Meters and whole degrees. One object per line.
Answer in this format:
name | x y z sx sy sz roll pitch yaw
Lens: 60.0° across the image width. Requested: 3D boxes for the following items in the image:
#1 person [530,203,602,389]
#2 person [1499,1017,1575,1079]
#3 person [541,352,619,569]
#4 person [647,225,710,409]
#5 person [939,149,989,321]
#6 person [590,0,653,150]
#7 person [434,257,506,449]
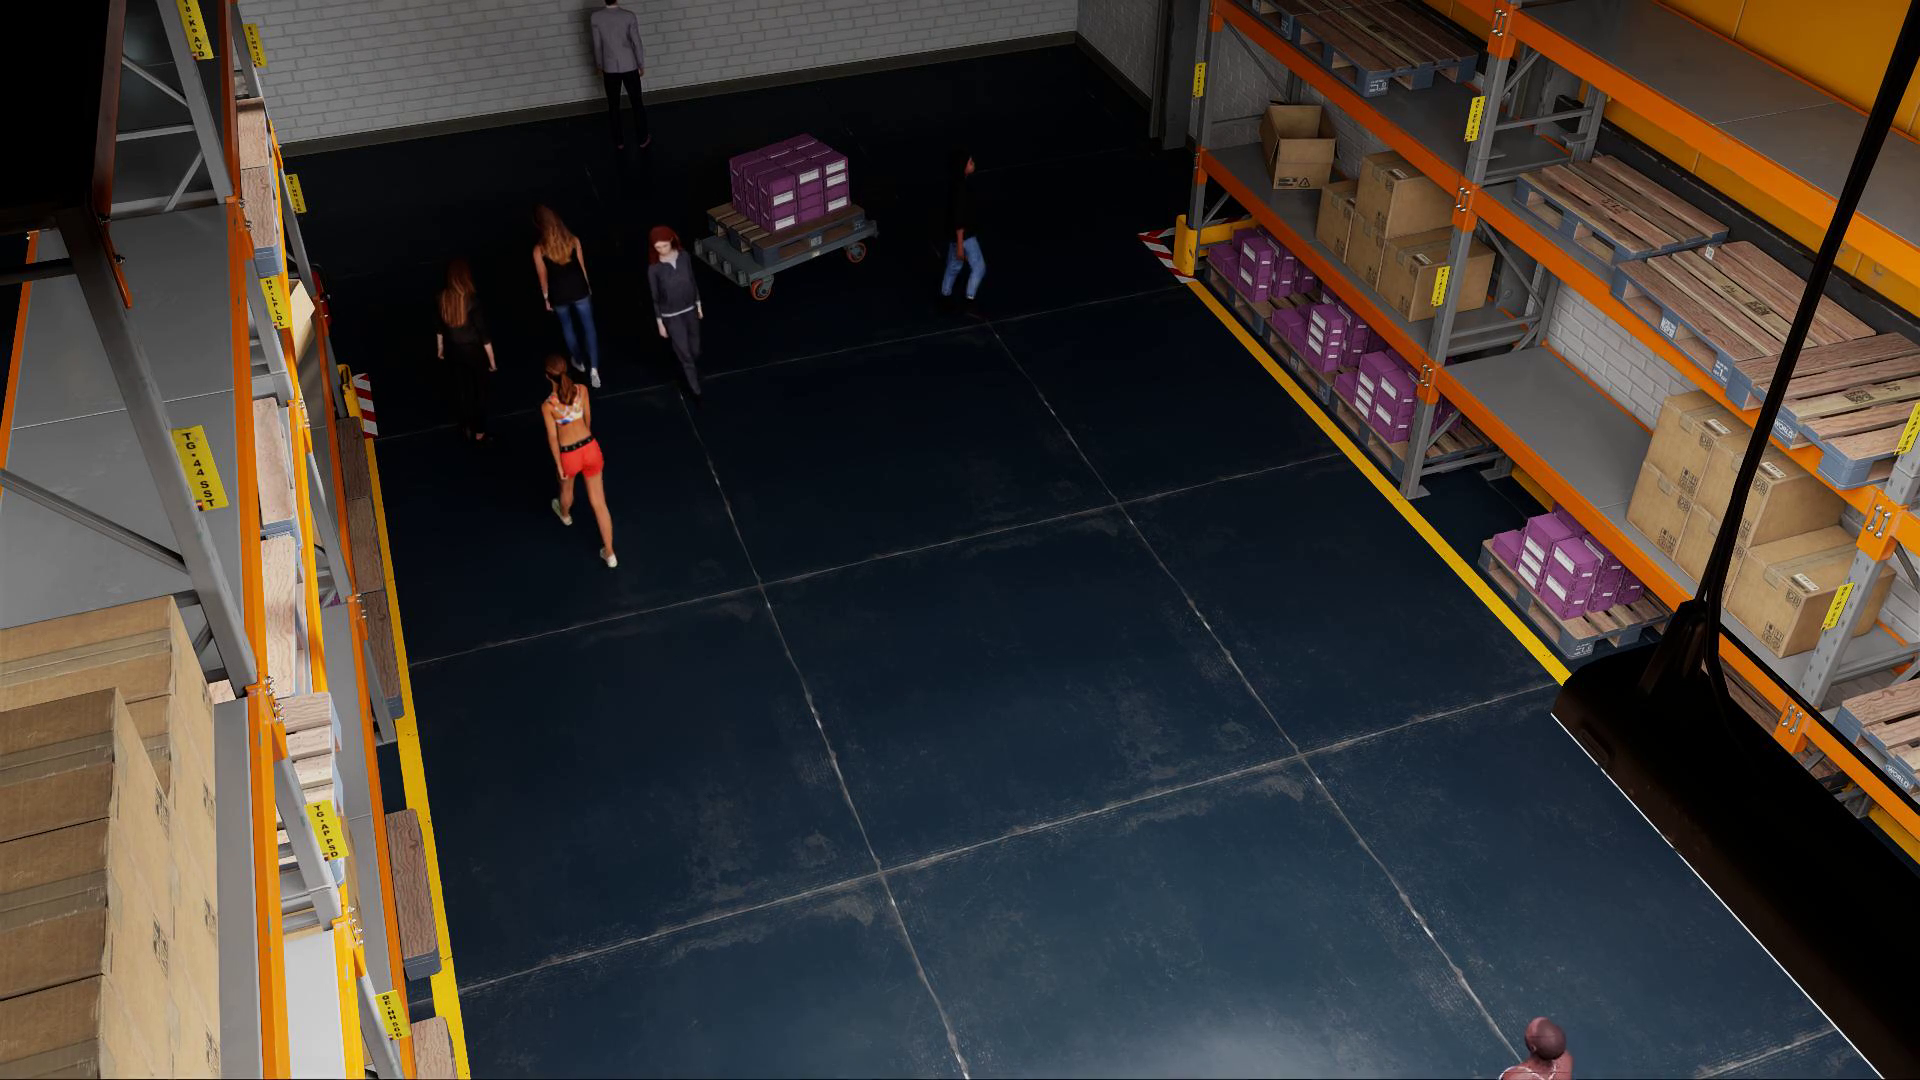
person | -3.367 -2.076 14.411 0.606 1.683 0.957 -11 40 -13
person | 2.753 2.989 8.036 0.595 1.724 1.153 -14 41 -16
person | -2.817 -0.564 12.479 0.786 1.731 1.224 -24 44 -27
person | -2.450 -1.928 14.175 0.793 1.746 0.943 -30 47 -32
person | -0.085 -2.765 15.275 0.700 1.681 0.634 -8 39 -10
person | -3.719 -5.190 18.176 0.738 1.851 0.685 -2 39 -2
person | -4.078 -1.533 13.716 0.788 1.701 0.816 10 40 12
